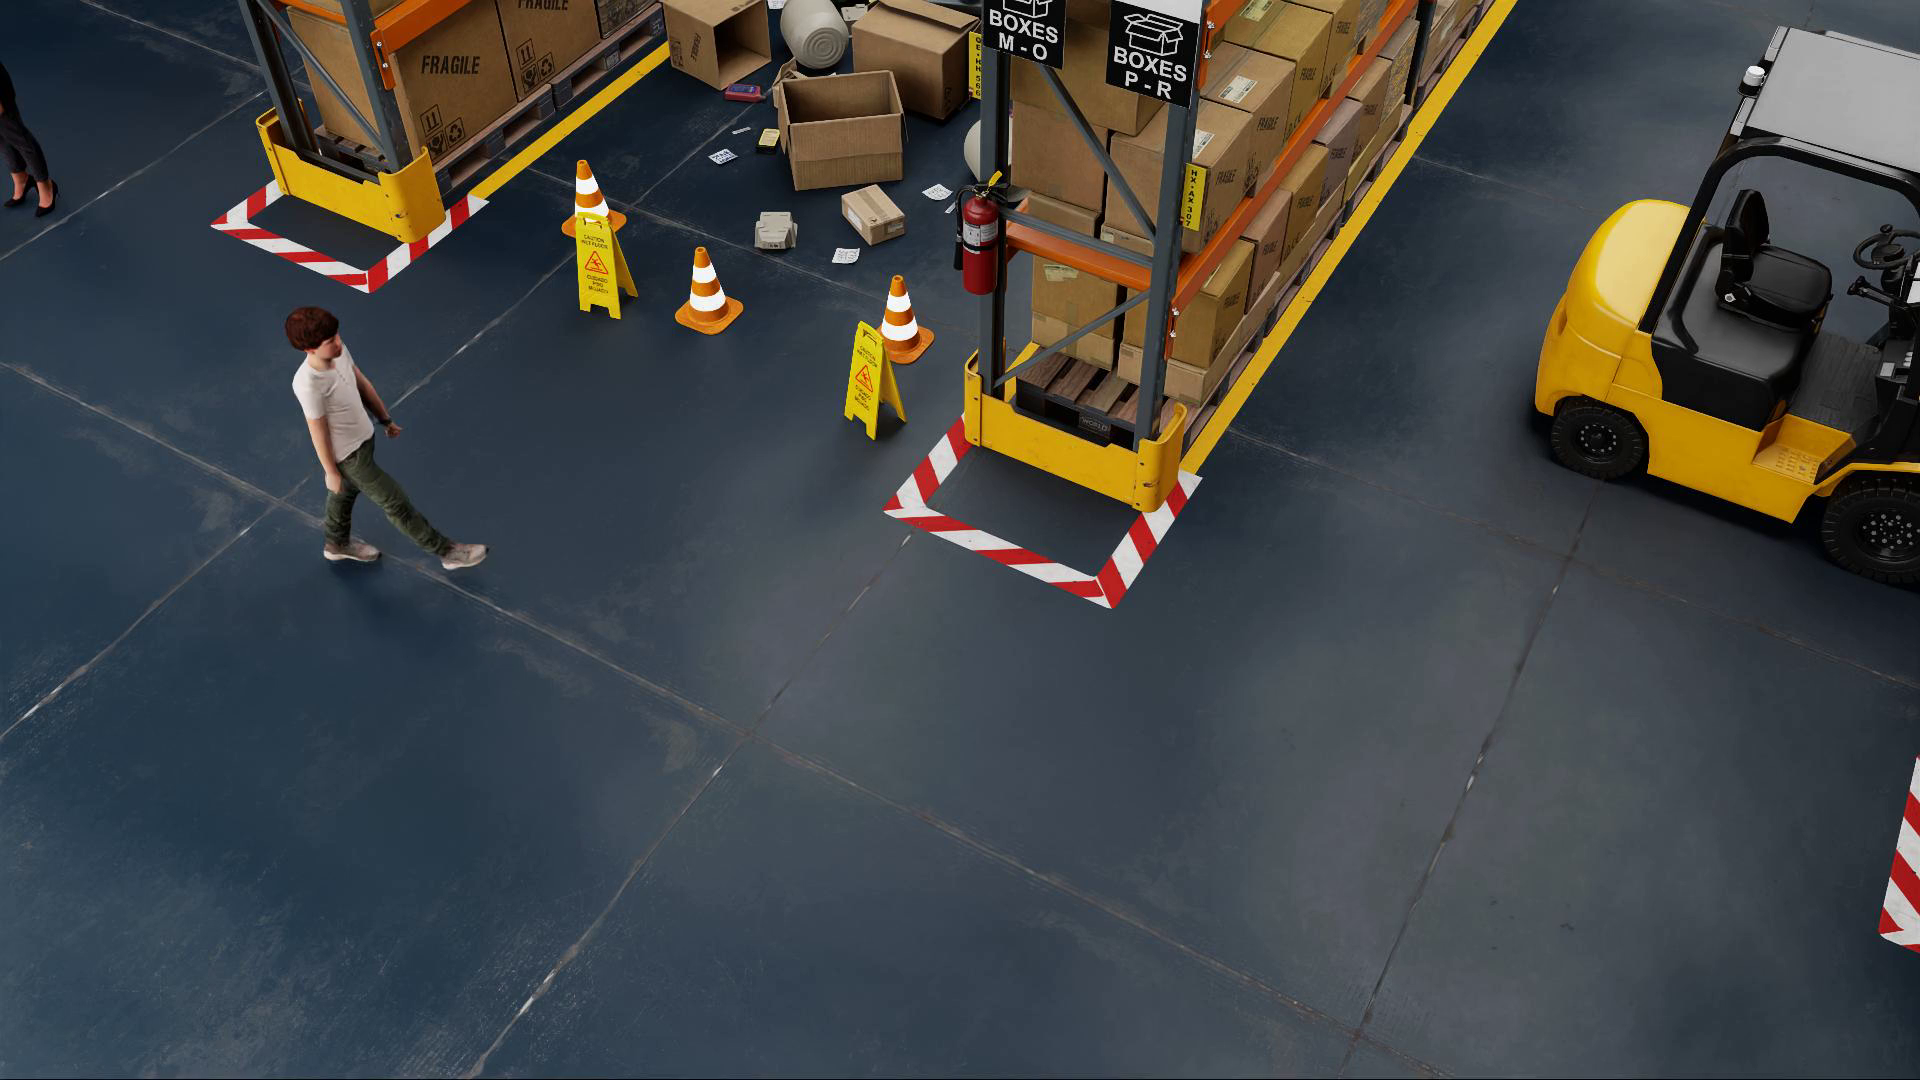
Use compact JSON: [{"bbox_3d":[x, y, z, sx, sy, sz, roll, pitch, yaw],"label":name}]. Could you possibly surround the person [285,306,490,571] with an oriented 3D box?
[{"bbox_3d":[-2.954,-0.437,7.878,0.990,1.609,1.125,2,47,2],"label":"person"}]
